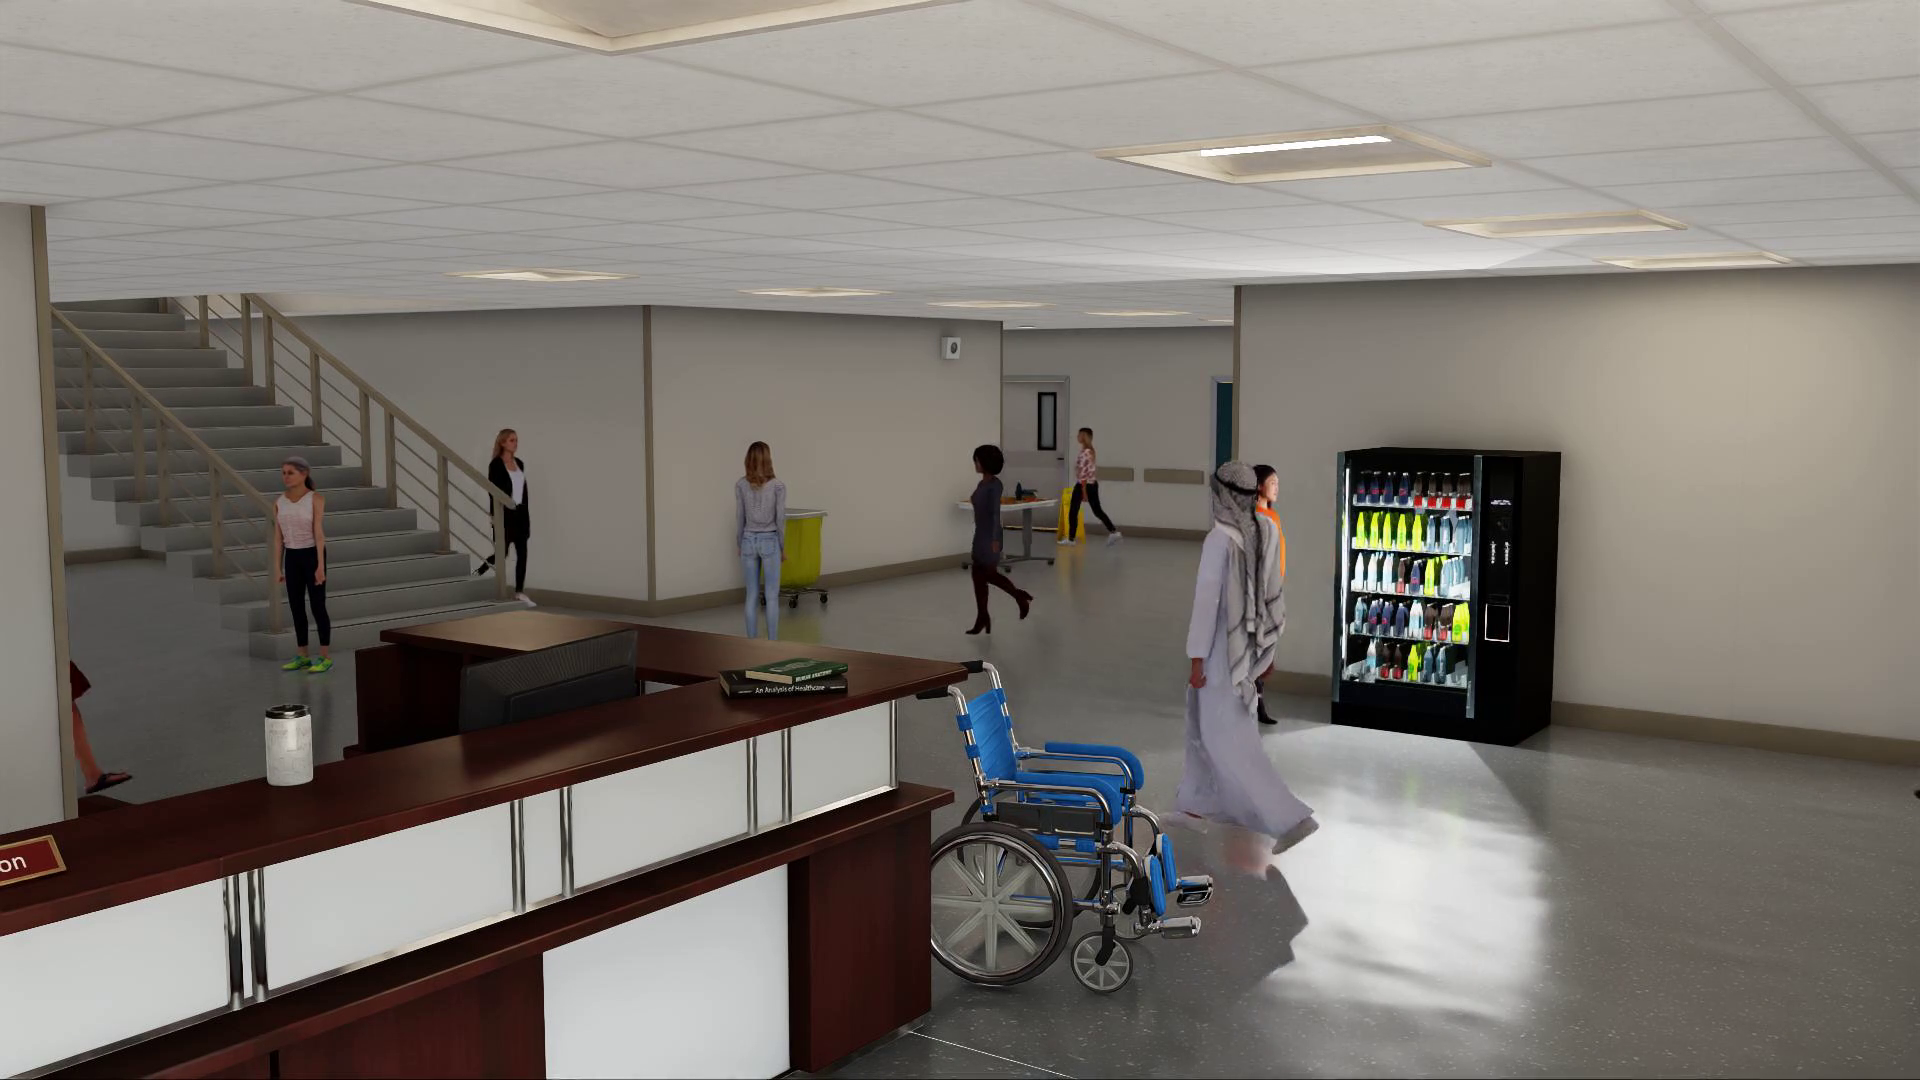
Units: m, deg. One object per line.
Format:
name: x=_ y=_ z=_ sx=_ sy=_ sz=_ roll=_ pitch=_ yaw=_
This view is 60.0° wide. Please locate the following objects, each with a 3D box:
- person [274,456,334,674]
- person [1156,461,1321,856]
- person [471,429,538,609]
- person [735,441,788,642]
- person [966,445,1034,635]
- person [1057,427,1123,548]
person: x=-5.158 y=0.186 z=13.101 sx=0.584 sy=1.702 sz=0.724 roll=2 pitch=6 yaw=15
person: x=1.401 y=0.591 z=8.114 sx=1.243 sy=1.895 sz=0.801 roll=5 pitch=8 yaw=42
person: x=-4.538 y=-0.194 z=16.478 sx=1.002 sy=1.782 sz=0.684 roll=3 pitch=6 yaw=27
person: x=-1.635 y=0.082 z=13.666 sx=0.551 sy=1.796 sz=0.707 roll=2 pitch=6 yaw=16
person: x=0.324 y=0.011 z=14.871 sx=0.913 sy=1.694 sz=0.908 roll=-2 pitch=6 yaw=-22
person: x=1.773 y=-0.672 z=22.148 sx=1.112 sy=1.599 sz=0.638 roll=3 pitch=7 yaw=29
